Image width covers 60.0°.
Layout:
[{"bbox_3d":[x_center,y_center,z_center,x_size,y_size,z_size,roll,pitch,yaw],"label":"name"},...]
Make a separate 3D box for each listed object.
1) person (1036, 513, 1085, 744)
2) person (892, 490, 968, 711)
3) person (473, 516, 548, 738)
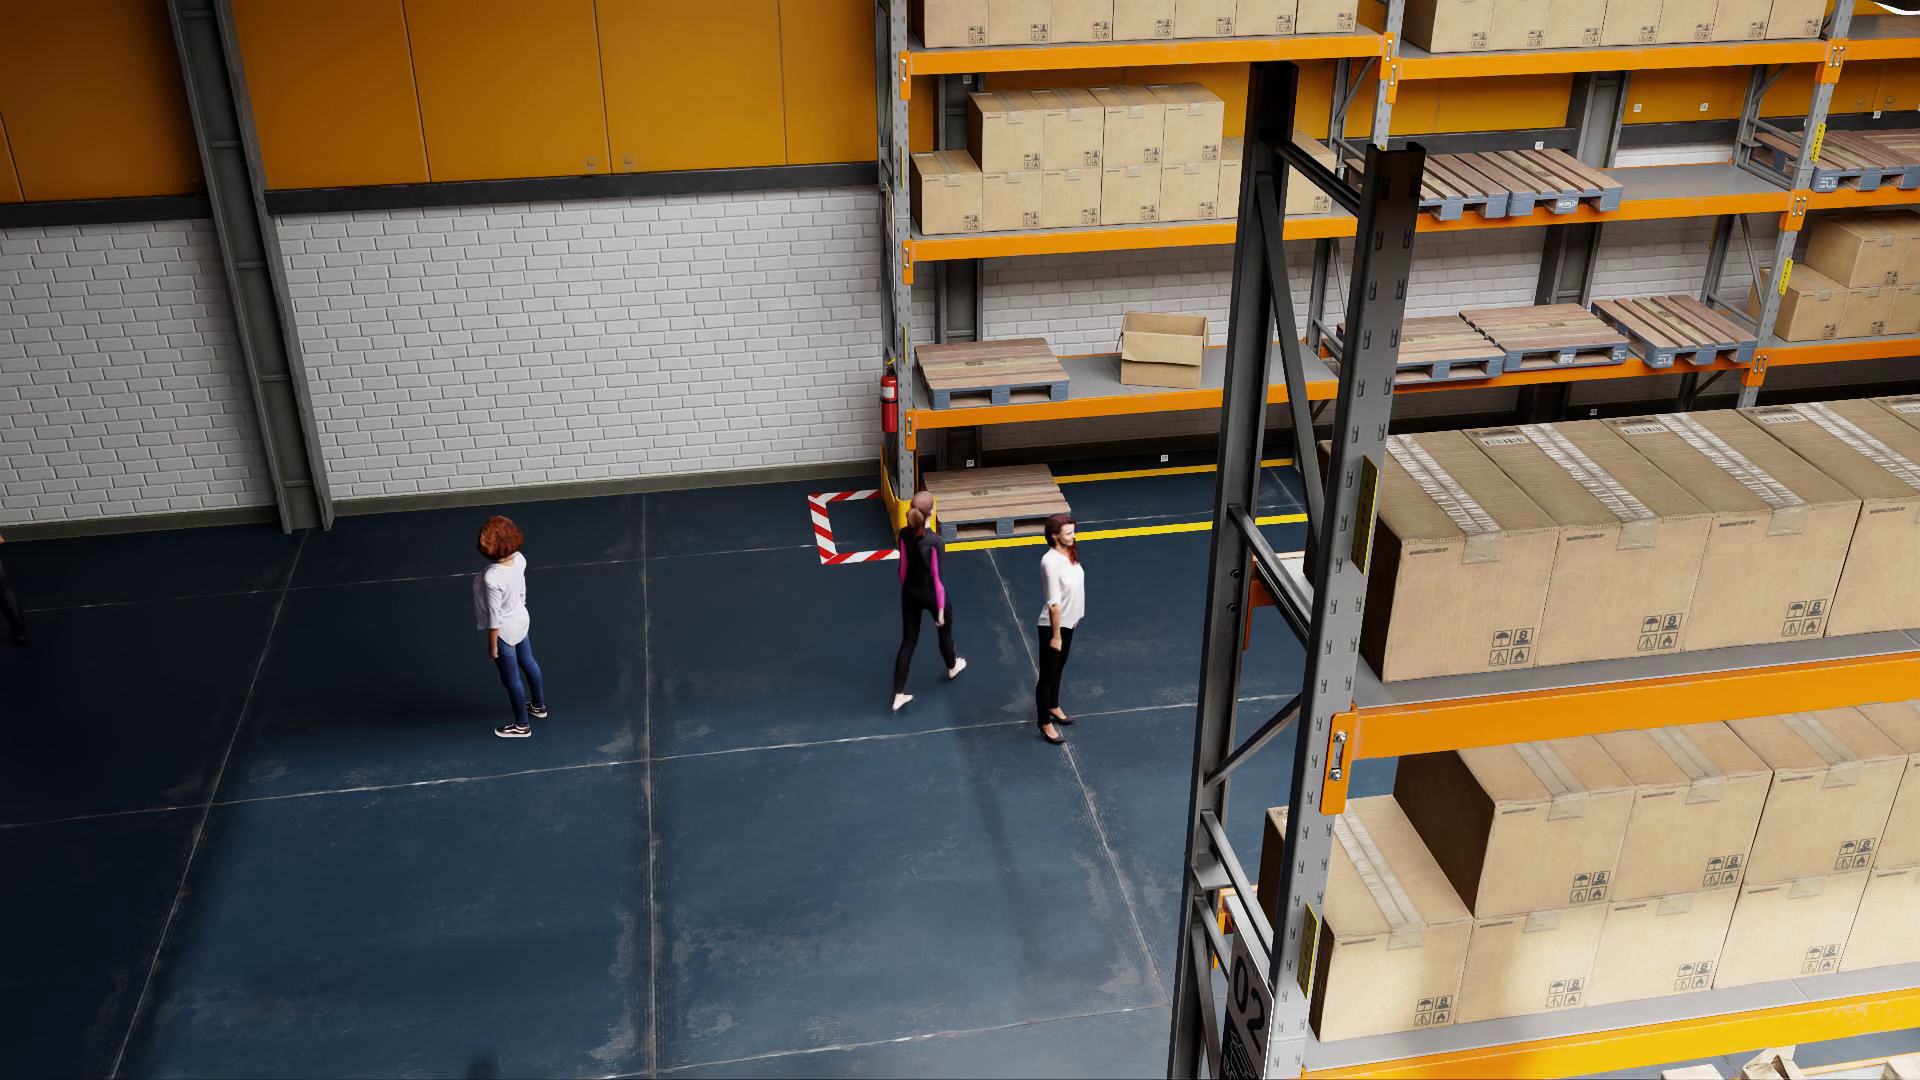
[{"bbox_3d":[0.686,0.611,11.872,0.686,1.795,0.686,10,30,18],"label":"person"},{"bbox_3d":[-0.319,0.475,12.217,1.062,1.702,1.058,15,32,25],"label":"person"},{"bbox_3d":[-3.232,0.612,11.956,0.757,1.712,0.743,8,30,14],"label":"person"}]
